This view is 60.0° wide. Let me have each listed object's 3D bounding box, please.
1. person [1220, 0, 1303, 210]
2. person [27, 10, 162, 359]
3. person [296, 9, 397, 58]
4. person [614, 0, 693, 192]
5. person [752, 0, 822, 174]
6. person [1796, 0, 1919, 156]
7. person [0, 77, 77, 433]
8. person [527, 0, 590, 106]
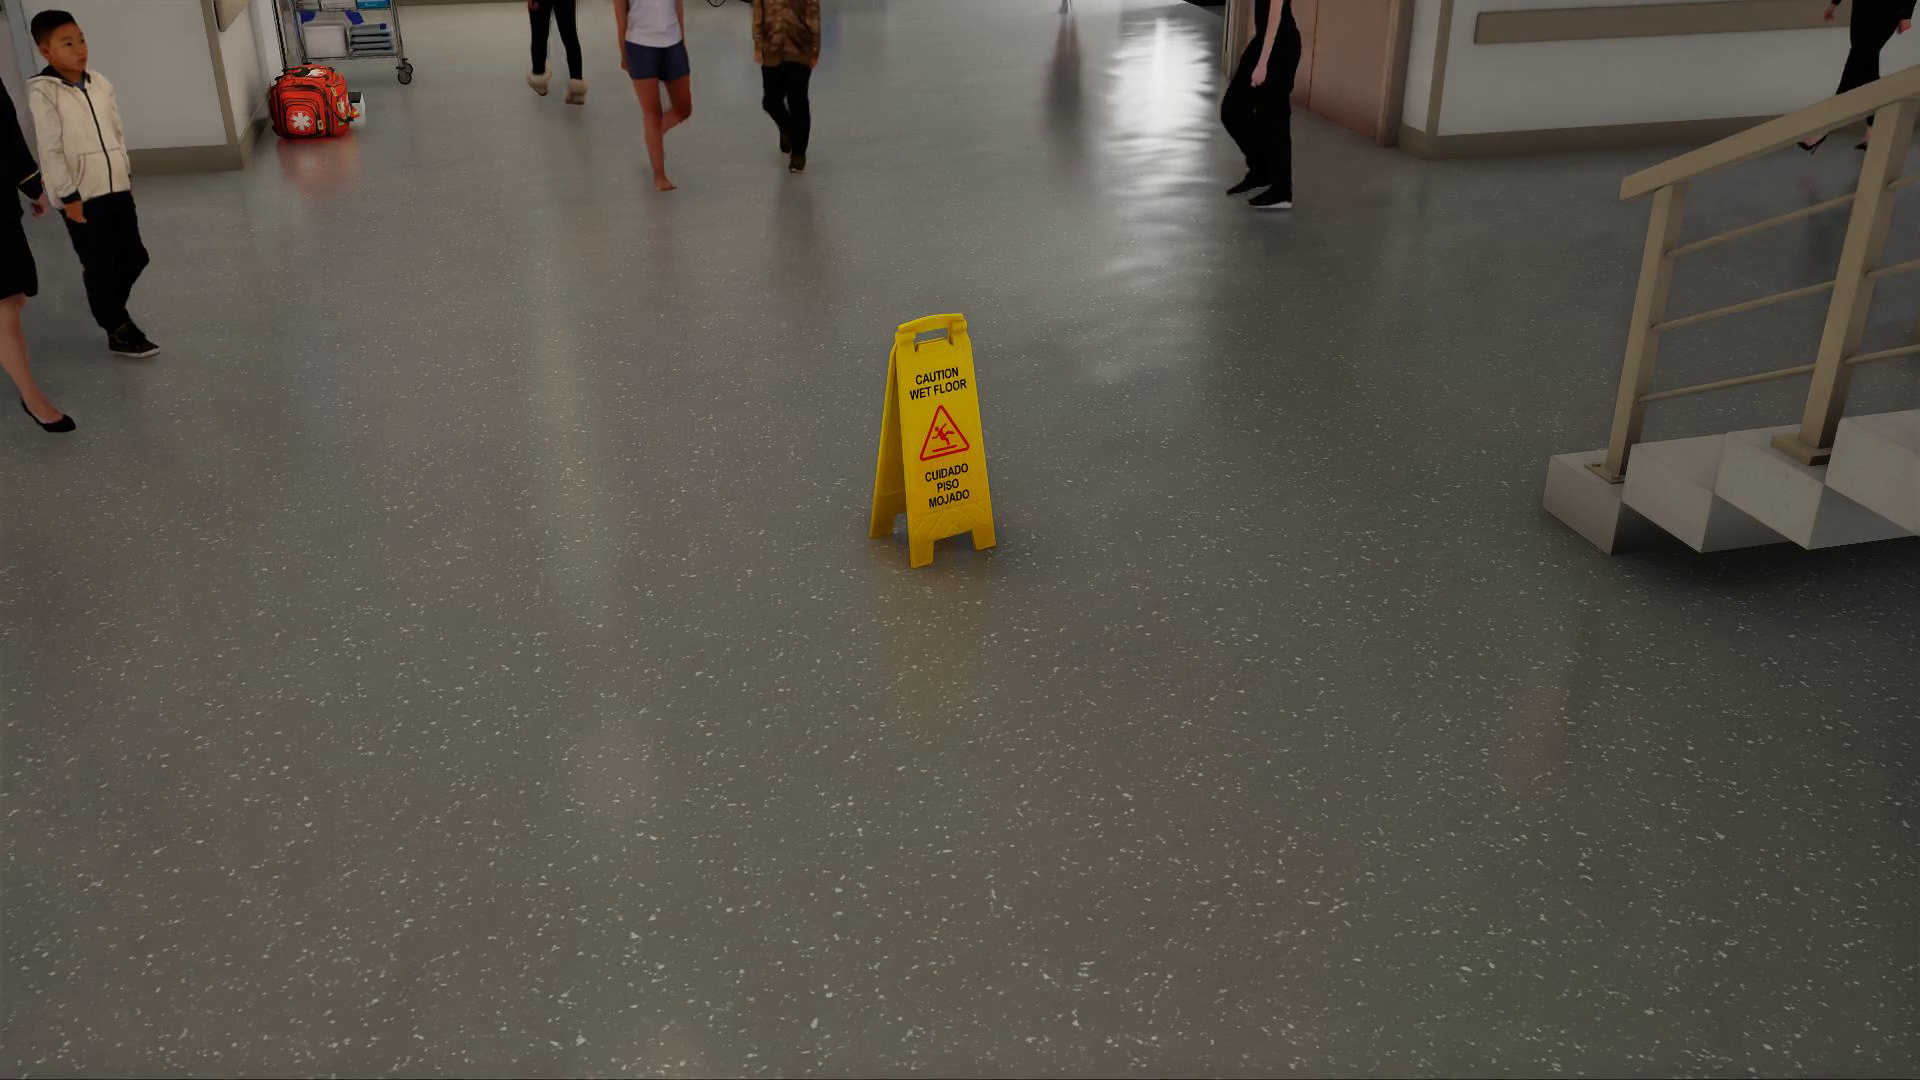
[{"bbox_3d":[1.821,-2.684,9.157,0.696,1.734,0.614,-3,26,-6],"label":"person"},{"bbox_3d":[-3.698,-1.467,6.978,0.786,1.436,0.712,8,27,16],"label":"person"},{"bbox_3d":[-5.228,-4.738,13.441,0.968,1.714,1.156,1,26,3],"label":"person"},{"bbox_3d":[-1.805,-2.870,9.690,0.721,1.608,0.890,-16,30,-29],"label":"person"},{"bbox_3d":[-1.057,-3.012,10.175,0.766,1.441,0.965,2,26,4],"label":"person"},{"bbox_3d":[5.748,-3.230,10.368,0.683,1.666,0.966,-8,27,-17],"label":"person"},{"bbox_3d":[-3.716,-1.219,6.215,1.091,1.651,1.063,12,28,23],"label":"person"},{"bbox_3d":[-2.849,-3.869,11.757,0.791,1.611,1.184,-15,29,-28],"label":"person"}]
